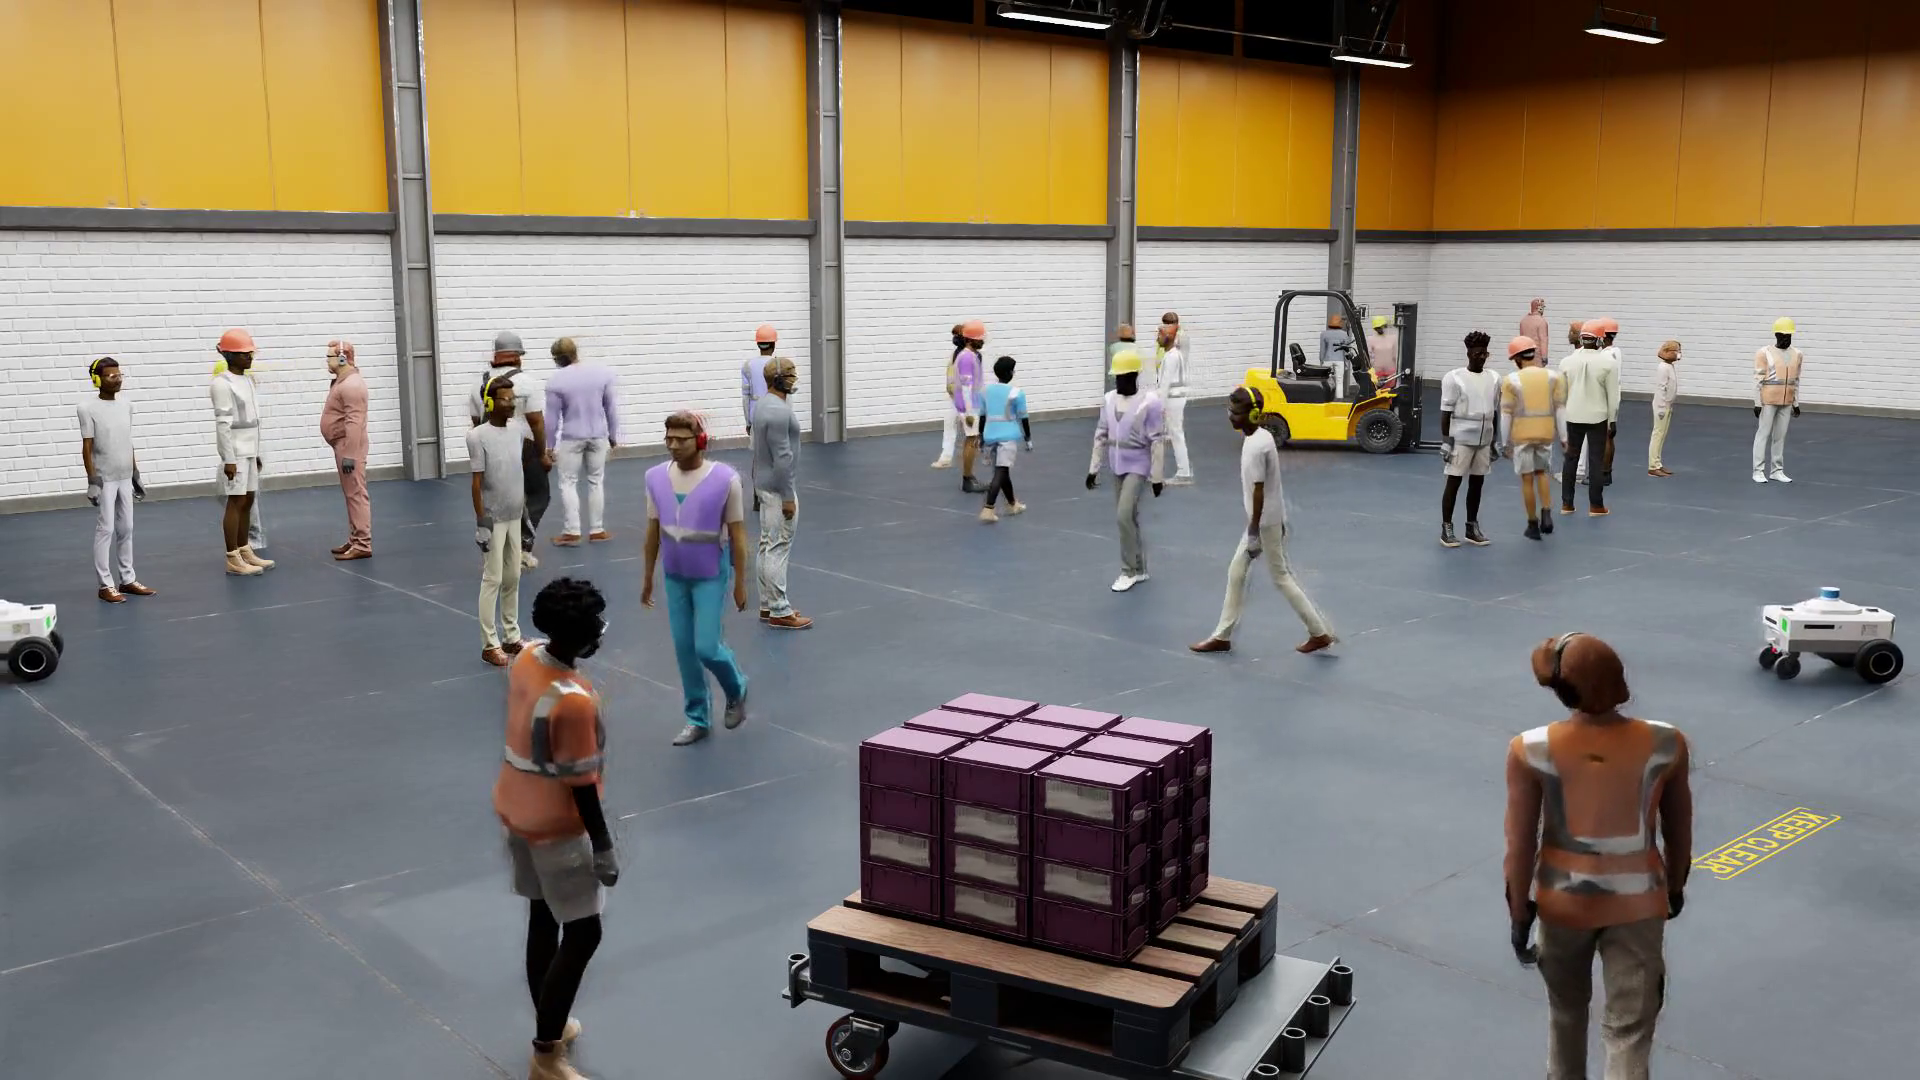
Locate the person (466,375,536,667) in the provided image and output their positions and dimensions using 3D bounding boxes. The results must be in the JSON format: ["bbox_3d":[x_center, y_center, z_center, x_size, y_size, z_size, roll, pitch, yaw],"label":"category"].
[{"bbox_3d":[-2.952,-0.128,10.776,0.328,1.876,0.513,4,10,22],"label":"person"}]

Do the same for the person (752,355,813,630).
[{"bbox_3d":[-1.284,-0.337,11.812,0.372,1.940,0.627,-3,10,-18],"label":"person"}]

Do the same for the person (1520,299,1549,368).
[{"bbox_3d":[9.878,-3.178,28.540,0.409,1.909,0.643,-3,10,-19],"label":"person"}]

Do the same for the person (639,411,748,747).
[{"bbox_3d":[-1.417,0.198,9.008,0.583,1.825,0.462,5,11,25],"label":"person"}]

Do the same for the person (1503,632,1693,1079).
[{"bbox_3d":[1.799,1.052,4.707,0.528,1.581,0.876,3,10,17],"label":"person"}]

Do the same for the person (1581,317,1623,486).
[{"bbox_3d":[7.395,-1.589,19.138,0.362,1.939,0.543,6,12,33],"label":"person"}]

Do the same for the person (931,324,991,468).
[{"bbox_3d":[0.110,-1.799,20.788,0.905,1.812,0.633,-5,11,-28],"label":"person"}]

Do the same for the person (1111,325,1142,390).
[{"bbox_3d":[2.499,-2.404,24.907,0.514,1.597,0.825,4,11,23],"label":"person"}]

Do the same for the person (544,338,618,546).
[{"bbox_3d":[-3.449,-0.884,15.150,0.714,1.902,0.388,-6,11,-32],"label":"person"}]

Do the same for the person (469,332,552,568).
[{"bbox_3d":[-3.732,-0.742,13.881,0.709,2.000,0.546,5,11,26],"label":"person"}]

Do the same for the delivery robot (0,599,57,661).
[{"bbox_3d":[-6.053,0.550,10.388,0.707,0.478,0.477,-4,11,-24],"label":"delivery robot"}]

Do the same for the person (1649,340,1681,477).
[{"bbox_3d":[8.474,-1.580,19.978,0.285,1.633,0.501,7,12,34],"label":"person"}]

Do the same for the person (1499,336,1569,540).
[{"bbox_3d":[5.347,-0.954,15.548,0.636,1.892,0.486,0,10,0],"label":"person"}]

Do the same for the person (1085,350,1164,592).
[{"bbox_3d":[1.280,-0.548,13.166,0.703,1.902,0.613,-7,12,-36],"label":"person"}]

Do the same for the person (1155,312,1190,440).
[{"bbox_3d":[3.026,-2.362,23.968,0.429,1.838,0.621,-5,11,-27],"label":"person"}]

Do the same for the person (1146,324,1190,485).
[{"bbox_3d":[2.296,-1.553,19.189,0.836,1.856,0.580,1,10,5],"label":"person"}]

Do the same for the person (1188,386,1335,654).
[{"bbox_3d":[2.028,-0.119,10.962,0.939,1.806,0.563,0,10,3],"label":"person"}]

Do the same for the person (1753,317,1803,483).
[{"bbox_3d":[9.529,-1.624,19.383,0.589,1.927,0.369,-2,10,-11],"label":"person"}]

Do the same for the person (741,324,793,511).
[{"bbox_3d":[-1.977,-1.256,17.181,0.545,1.942,0.350,2,10,11],"label":"person"}]

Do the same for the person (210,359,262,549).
[{"bbox_3d":[-6.455,-0.749,14.842,0.399,1.727,0.484,-8,13,-40],"label":"person"}]

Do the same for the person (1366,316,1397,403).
[{"bbox_3d":[6.545,-2.610,25.744,0.574,1.724,0.447,1,10,6],"label":"person"}]

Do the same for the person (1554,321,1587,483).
[{"bbox_3d":[7.194,-1.609,19.416,0.345,1.882,0.584,2,10,11],"label":"person"}]

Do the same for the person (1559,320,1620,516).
[{"bbox_3d":[6.379,-1.235,16.902,0.612,1.995,0.376,7,12,37],"label":"person"}]

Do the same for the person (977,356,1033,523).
[{"bbox_3d":[0.442,-1.006,16.571,0.545,1.646,0.891,7,12,36],"label":"person"}]

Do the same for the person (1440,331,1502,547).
[{"bbox_3d":[4.645,-0.917,15.124,0.613,1.963,0.362,-3,10,-18],"label":"person"}]

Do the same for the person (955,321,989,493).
[{"bbox_3d":[0.136,-1.484,18.618,0.372,1.917,0.585,1,10,5],"label":"person"}]

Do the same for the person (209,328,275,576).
[{"bbox_3d":[-5.940,-0.728,13.795,0.387,2.041,0.615,-1,10,-3],"label":"person"}]

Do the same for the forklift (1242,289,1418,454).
[{"bbox_3d":[5.034,-2.339,22.783,2.313,2.155,1.214,3,10,16],"label":"forklift"}]

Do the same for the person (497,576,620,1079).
[{"bbox_3d":[-1.284,0.919,5.287,0.340,1.661,0.620,-7,12,-34],"label":"person"}]

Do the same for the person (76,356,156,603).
[{"bbox_3d":[-6.475,-0.465,12.750,0.328,1.876,0.513,3,10,16],"label":"person"}]

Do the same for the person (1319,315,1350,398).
[{"bbox_3d":[6.428,-3.049,28.579,0.507,1.632,0.274,3,10,16],"label":"person"}]

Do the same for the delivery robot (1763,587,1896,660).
[{"bbox_3d":[5.450,0.540,10.448,0.707,0.478,0.477,1,10,4],"label":"delivery robot"}]

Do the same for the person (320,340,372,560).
[{"bbox_3d":[-5.357,-0.783,14.521,0.407,1.908,0.641,-4,11,-23],"label":"person"}]
